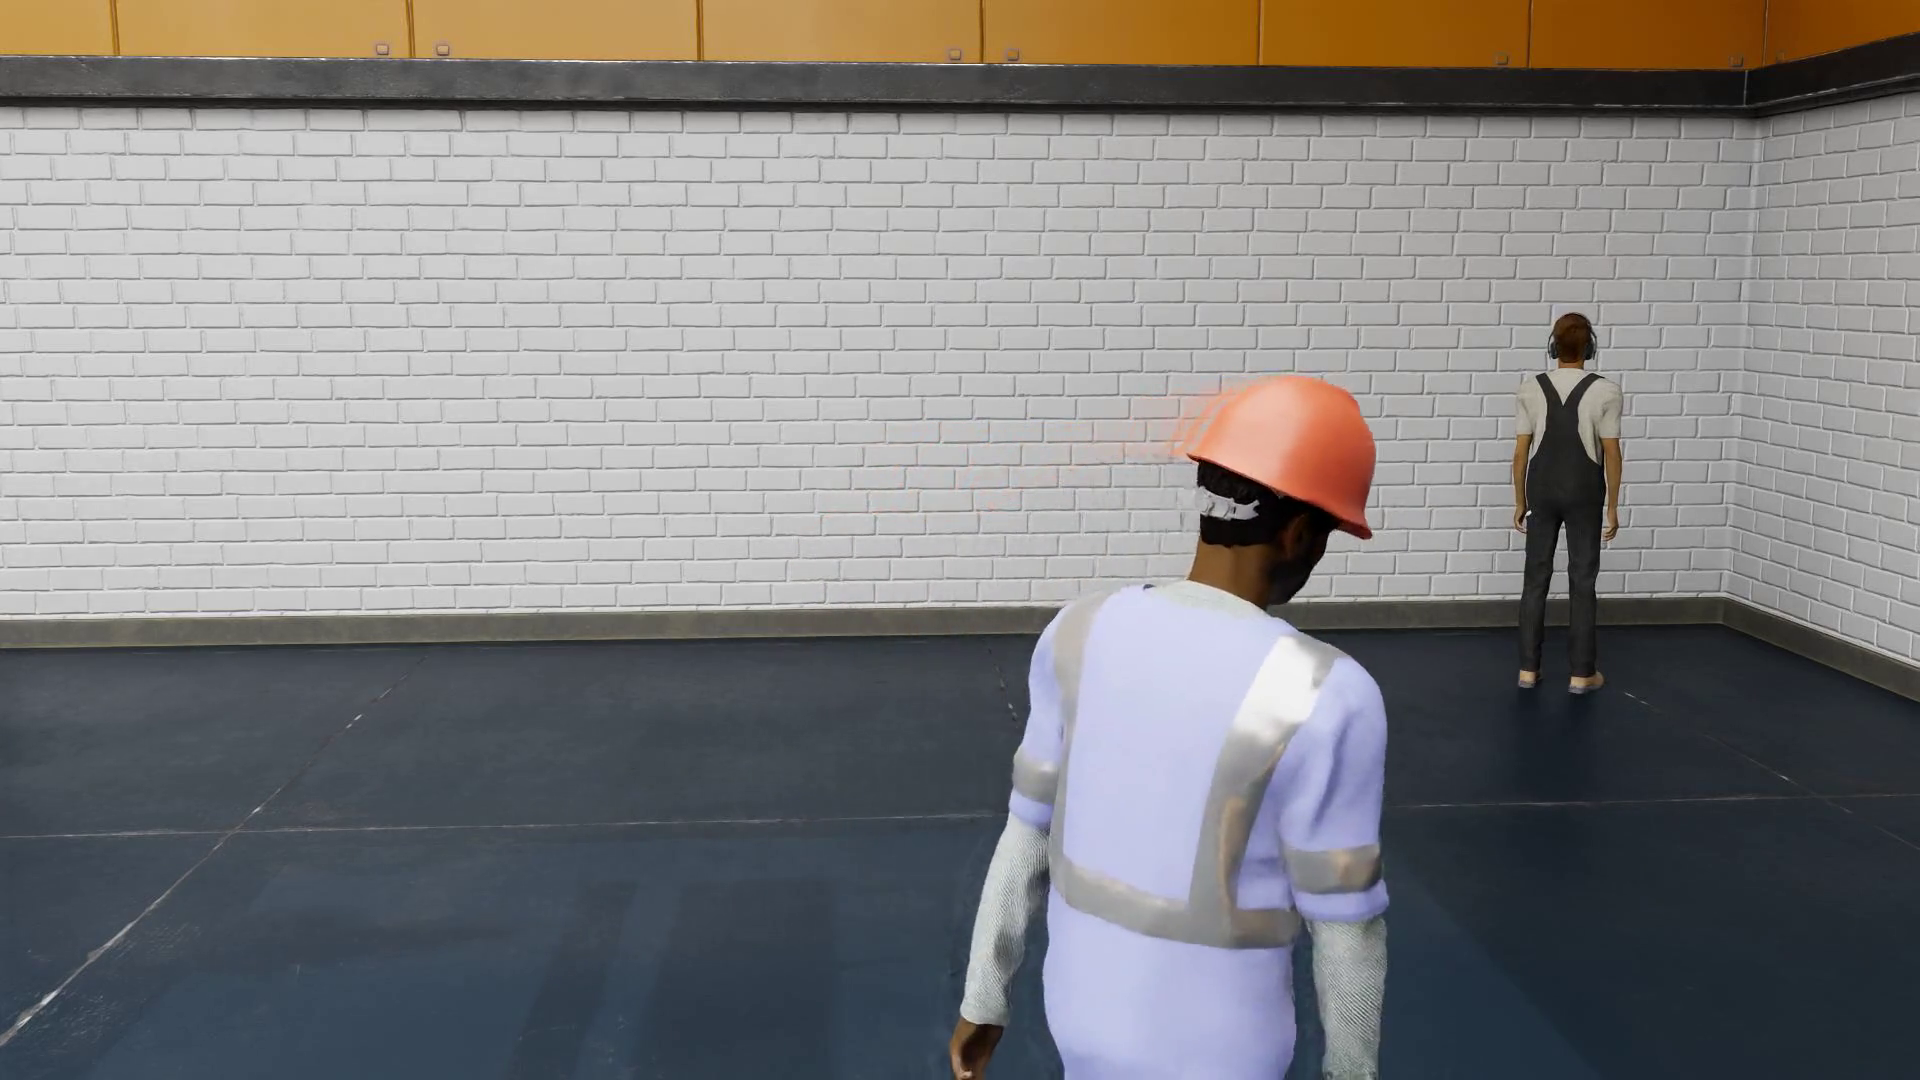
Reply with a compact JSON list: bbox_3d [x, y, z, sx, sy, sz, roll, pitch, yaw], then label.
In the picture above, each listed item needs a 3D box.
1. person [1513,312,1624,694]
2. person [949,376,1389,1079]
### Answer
[{"bbox_3d":[2.940,-0.176,8.075,0.507,1.846,0.341,6,11,31],"label":"person"},{"bbox_3d":[0.363,0.701,2.466,0.891,1.875,0.625,-9,13,-44],"label":"person"}]
